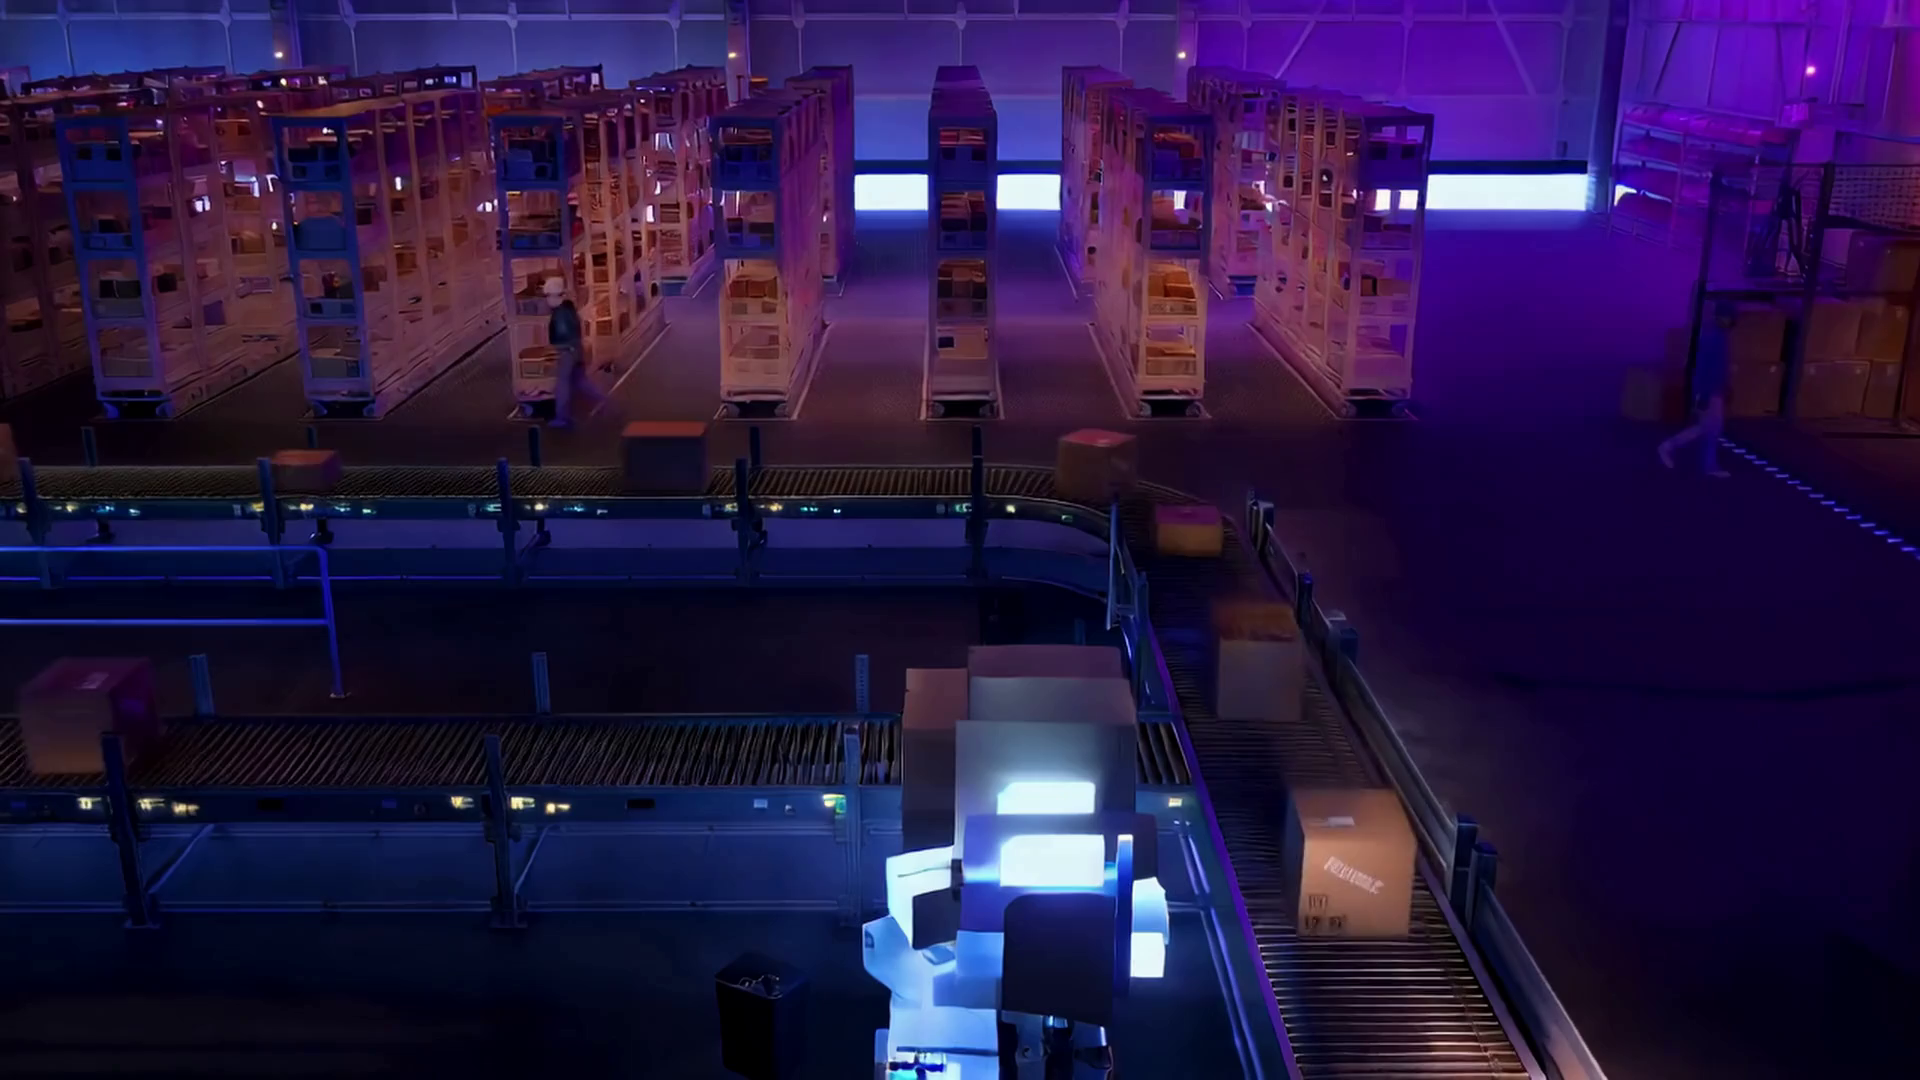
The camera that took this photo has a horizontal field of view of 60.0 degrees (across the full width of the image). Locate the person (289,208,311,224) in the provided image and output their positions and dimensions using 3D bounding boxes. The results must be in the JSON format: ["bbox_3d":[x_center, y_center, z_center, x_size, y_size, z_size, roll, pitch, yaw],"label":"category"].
[{"bbox_3d":[-13.585,-6.890,34.005,1.007,1.774,0.585,-15,23,-39],"label":"person"}]

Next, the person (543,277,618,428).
[{"bbox_3d":[-4.502,-2.223,19.601,0.848,1.798,0.612,-6,19,-19],"label":"person"}]

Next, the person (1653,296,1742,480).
[{"bbox_3d":[7.758,-1.591,17.358,0.697,1.969,0.643,12,22,34],"label":"person"}]
